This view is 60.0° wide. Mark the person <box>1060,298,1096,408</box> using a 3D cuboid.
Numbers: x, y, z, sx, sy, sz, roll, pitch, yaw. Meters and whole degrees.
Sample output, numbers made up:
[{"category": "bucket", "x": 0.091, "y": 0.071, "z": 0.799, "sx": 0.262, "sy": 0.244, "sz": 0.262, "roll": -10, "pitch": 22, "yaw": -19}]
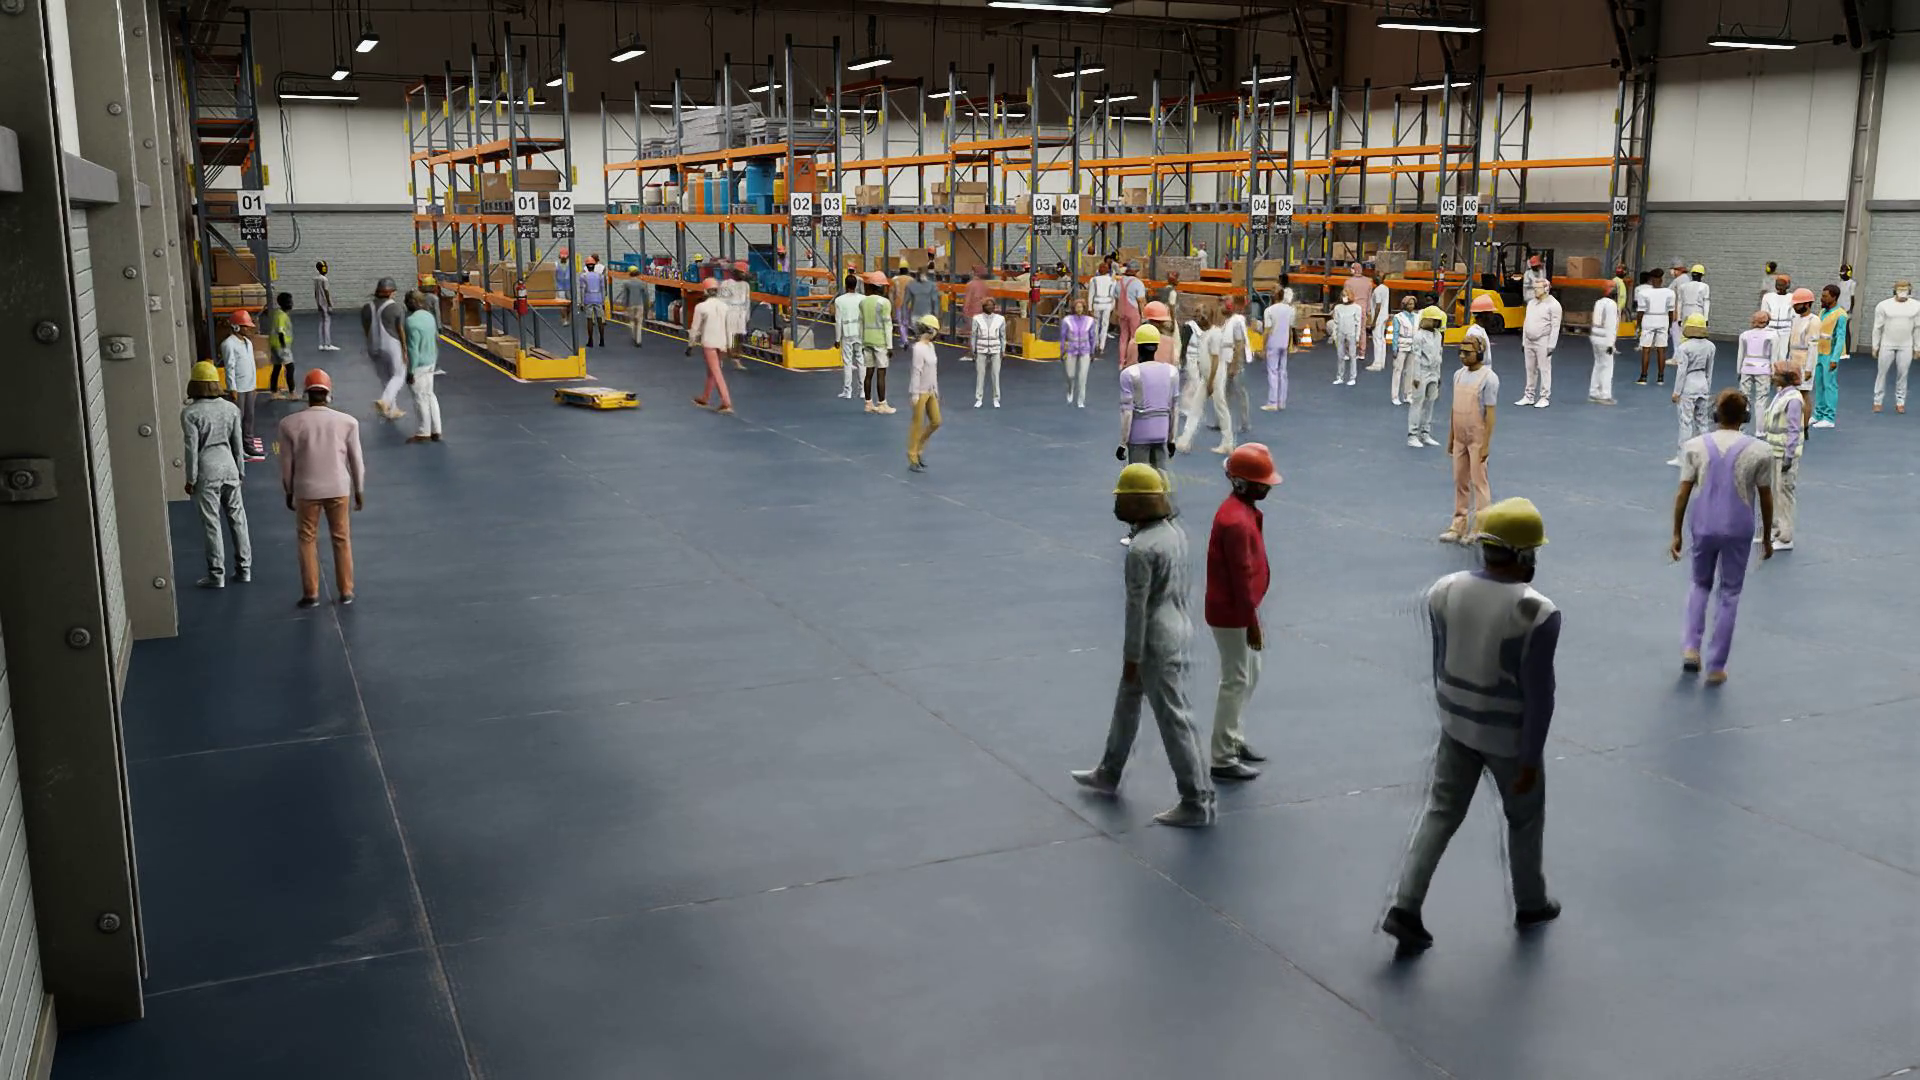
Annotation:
[{"category": "person", "x": 1.753, "y": -2.777, "z": 24.706, "sx": 0.532, "sy": 1.623, "sz": 0.419, "roll": 0, "pitch": 11, "yaw": -2}]

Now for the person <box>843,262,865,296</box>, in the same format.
[{"category": "person", "x": -2.449, "y": -5.462, "z": 38.019, "sx": 0.574, "sy": 1.749, "sz": 0.337, "roll": 2, "pitch": 11, "yaw": 9}]

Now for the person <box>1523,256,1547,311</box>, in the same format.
[{"category": "person", "x": 13.263, "y": -5.615, "z": 38.441, "sx": 0.558, "sy": 1.886, "sz": 0.710, "roll": 0, "pitch": 11, "yaw": -1}]

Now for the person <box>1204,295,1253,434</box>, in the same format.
[{"category": "person", "x": 3.551, "y": -2.301, "z": 21.863, "sx": 0.651, "sy": 1.807, "sz": 0.645, "roll": -1, "pitch": 11, "yaw": -3}]

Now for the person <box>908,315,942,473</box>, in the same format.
[{"category": "person", "x": -0.404, "y": -1.645, "z": 18.639, "sx": 0.360, "sy": 1.738, "sz": 0.622, "roll": 4, "pitch": 12, "yaw": 18}]

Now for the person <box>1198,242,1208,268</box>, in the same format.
[{"category": "person", "x": 8.036, "y": -8.911, "z": 55.158, "sx": 0.401, "sy": 1.910, "sz": 0.641, "roll": -4, "pitch": 12, "yaw": -20}]

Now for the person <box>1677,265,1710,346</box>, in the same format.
[{"category": "person", "x": 13.640, "y": -4.150, "z": 30.935, "sx": 0.378, "sy": 1.918, "sz": 0.585, "roll": -10, "pitch": 15, "yaw": -41}]

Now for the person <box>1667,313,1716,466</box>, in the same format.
[{"category": "person", "x": 8.340, "y": -1.708, "z": 18.968, "sx": 0.485, "sy": 1.745, "sz": 0.296, "roll": -4, "pitch": 12, "yaw": -18}]

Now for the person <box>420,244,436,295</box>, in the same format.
[{"category": "person", "x": -15.317, "y": -7.527, "z": 47.897, "sx": 0.389, "sy": 1.992, "sz": 0.625, "roll": 1, "pitch": 11, "yaw": 6}]

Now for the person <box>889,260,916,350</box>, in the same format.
[{"category": "person", "x": -1.203, "y": -4.984, "z": 35.293, "sx": 0.593, "sy": 1.884, "sz": 0.923, "roll": -4, "pitch": 12, "yaw": -19}]

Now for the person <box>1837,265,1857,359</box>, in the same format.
[{"category": "person", "x": 17.536, "y": -4.527, "z": 33.008, "sx": 0.323, "sy": 1.861, "sz": 0.513, "roll": -1, "pitch": 11, "yaw": -6}]

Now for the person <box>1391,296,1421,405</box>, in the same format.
[{"category": "person", "x": 6.721, "y": -2.855, "z": 25.064, "sx": 0.522, "sy": 1.640, "sz": 0.306, "roll": -6, "pitch": 12, "yaw": -26}]

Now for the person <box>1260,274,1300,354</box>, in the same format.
[{"category": "person", "x": 6.599, "y": -4.606, "z": 33.967, "sx": 0.897, "sy": 1.642, "sz": 0.540, "roll": -5, "pitch": 12, "yaw": -24}]

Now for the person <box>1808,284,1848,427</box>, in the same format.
[{"category": "person", "x": 11.702, "y": -2.477, "z": 22.426, "sx": 0.391, "sy": 1.920, "sz": 0.587, "roll": 0, "pitch": 11, "yaw": 0}]

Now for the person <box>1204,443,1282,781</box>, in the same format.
[{"category": "person", "x": 1.436, "y": 0.359, "z": 8.499, "sx": 0.362, "sy": 1.739, "sz": 0.577, "roll": 3, "pitch": 11, "yaw": 14}]

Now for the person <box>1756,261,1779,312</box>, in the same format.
[{"category": "person", "x": 17.244, "y": -5.022, "z": 35.530, "sx": 0.524, "sy": 1.852, "sz": 0.536, "roll": -4, "pitch": 12, "yaw": -21}]

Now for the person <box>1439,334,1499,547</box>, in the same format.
[{"category": "person", "x": 4.434, "y": -0.867, "z": 14.451, "sx": 0.348, "sy": 1.841, "sz": 0.501, "roll": -5, "pitch": 12, "yaw": -25}]

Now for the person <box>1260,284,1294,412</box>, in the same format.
[{"category": "person", "x": 4.600, "y": -2.783, "z": 24.176, "sx": 0.513, "sy": 1.844, "sz": 0.347, "roll": -6, "pitch": 13, "yaw": -28}]

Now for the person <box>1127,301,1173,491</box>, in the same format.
[{"category": "person", "x": 1.967, "y": -1.450, "z": 17.063, "sx": 0.619, "sy": 1.984, "sz": 0.406, "roll": -8, "pitch": 14, "yaw": -37}]

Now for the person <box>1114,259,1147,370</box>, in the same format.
[{"category": "person", "x": 3.175, "y": -4.108, "z": 30.407, "sx": 0.538, "sy": 2.000, "sz": 0.689, "roll": -9, "pitch": 14, "yaw": -38}]

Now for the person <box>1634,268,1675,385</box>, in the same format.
[{"category": "person", "x": 11.671, "y": -3.585, "z": 27.960, "sx": 0.604, "sy": 1.959, "sz": 0.377, "roll": 2, "pitch": 11, "yaw": 9}]

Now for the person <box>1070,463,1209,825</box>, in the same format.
[{"category": "person", "x": 0.854, "y": 0.482, "z": 7.970, "sx": 0.881, "sy": 1.692, "sz": 0.535, "roll": 5, "pitch": 12, "yaw": 24}]

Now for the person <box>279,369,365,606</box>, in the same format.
[{"category": "person", "x": -4.684, "y": -0.384, "z": 12.248, "sx": 0.578, "sy": 1.739, "sz": 0.387, "roll": -6, "pitch": 13, "yaw": -29}]

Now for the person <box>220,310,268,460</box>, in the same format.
[{"category": "person", "x": -8.398, "y": -1.814, "z": 19.507, "sx": 0.350, "sy": 1.743, "sz": 0.564, "roll": 1, "pitch": 11, "yaw": 6}]

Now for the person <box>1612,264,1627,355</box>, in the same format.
[{"category": "person", "x": 13.386, "y": -4.700, "z": 33.915, "sx": 0.390, "sy": 1.846, "sz": 0.565, "roll": 6, "pitch": 12, "yaw": 26}]

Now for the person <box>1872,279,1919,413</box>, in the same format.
[{"category": "person", "x": 13.514, "y": -2.789, "z": 23.996, "sx": 0.642, "sy": 1.931, "sz": 0.374, "roll": 5, "pitch": 12, "yaw": 22}]

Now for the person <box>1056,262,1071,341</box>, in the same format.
[{"category": "person", "x": 2.178, "y": -4.938, "z": 35.106, "sx": 0.325, "sy": 1.861, "sz": 0.501, "roll": -5, "pitch": 12, "yaw": -25}]

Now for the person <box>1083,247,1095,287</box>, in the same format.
[{"category": "person", "x": 3.881, "y": -7.770, "z": 49.436, "sx": 0.575, "sy": 1.880, "sz": 0.358, "roll": 8, "pitch": 14, "yaw": 35}]

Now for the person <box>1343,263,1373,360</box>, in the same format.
[{"category": "person", "x": 7.749, "y": -4.474, "z": 32.622, "sx": 0.640, "sy": 1.904, "sz": 0.409, "roll": -5, "pitch": 12, "yaw": -22}]

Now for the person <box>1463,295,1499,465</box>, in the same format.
[{"category": "person", "x": 5.946, "y": -1.824, "z": 19.059, "sx": 0.359, "sy": 1.937, "sz": 0.552, "roll": 3, "pitch": 12, "yaw": 16}]

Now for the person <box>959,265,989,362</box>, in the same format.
[{"category": "person", "x": 0.327, "y": -4.378, "z": 32.183, "sx": 0.825, "sy": 1.884, "sz": 0.649, "roll": 6, "pitch": 13, "yaw": 28}]

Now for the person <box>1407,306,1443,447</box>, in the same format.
[{"category": "person", "x": 5.785, "y": -2.021, "z": 20.559, "sx": 0.492, "sy": 1.742, "sz": 0.320, "roll": -8, "pitch": 14, "yaw": -36}]

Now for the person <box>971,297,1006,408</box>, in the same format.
[{"category": "person", "x": 0.422, "y": -2.780, "z": 24.685, "sx": 0.524, "sy": 1.637, "sz": 0.306, "roll": 0, "pitch": 11, "yaw": 1}]

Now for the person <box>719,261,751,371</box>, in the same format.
[{"category": "person", "x": -4.158, "y": -4.116, "z": 30.574, "sx": 0.644, "sy": 1.995, "sz": 0.667, "roll": -10, "pitch": 15, "yaw": -40}]

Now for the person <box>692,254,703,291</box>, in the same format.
[{"category": "person", "x": -7.140, "y": -6.965, "z": 45.665, "sx": 0.524, "sy": 1.759, "sz": 0.363, "roll": 7, "pitch": 13, "yaw": 30}]

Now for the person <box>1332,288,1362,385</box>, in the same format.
[{"category": "person", "x": 6.492, "y": -3.415, "z": 27.951, "sx": 0.495, "sy": 1.624, "sz": 0.282, "roll": 8, "pitch": 14, "yaw": 34}]
